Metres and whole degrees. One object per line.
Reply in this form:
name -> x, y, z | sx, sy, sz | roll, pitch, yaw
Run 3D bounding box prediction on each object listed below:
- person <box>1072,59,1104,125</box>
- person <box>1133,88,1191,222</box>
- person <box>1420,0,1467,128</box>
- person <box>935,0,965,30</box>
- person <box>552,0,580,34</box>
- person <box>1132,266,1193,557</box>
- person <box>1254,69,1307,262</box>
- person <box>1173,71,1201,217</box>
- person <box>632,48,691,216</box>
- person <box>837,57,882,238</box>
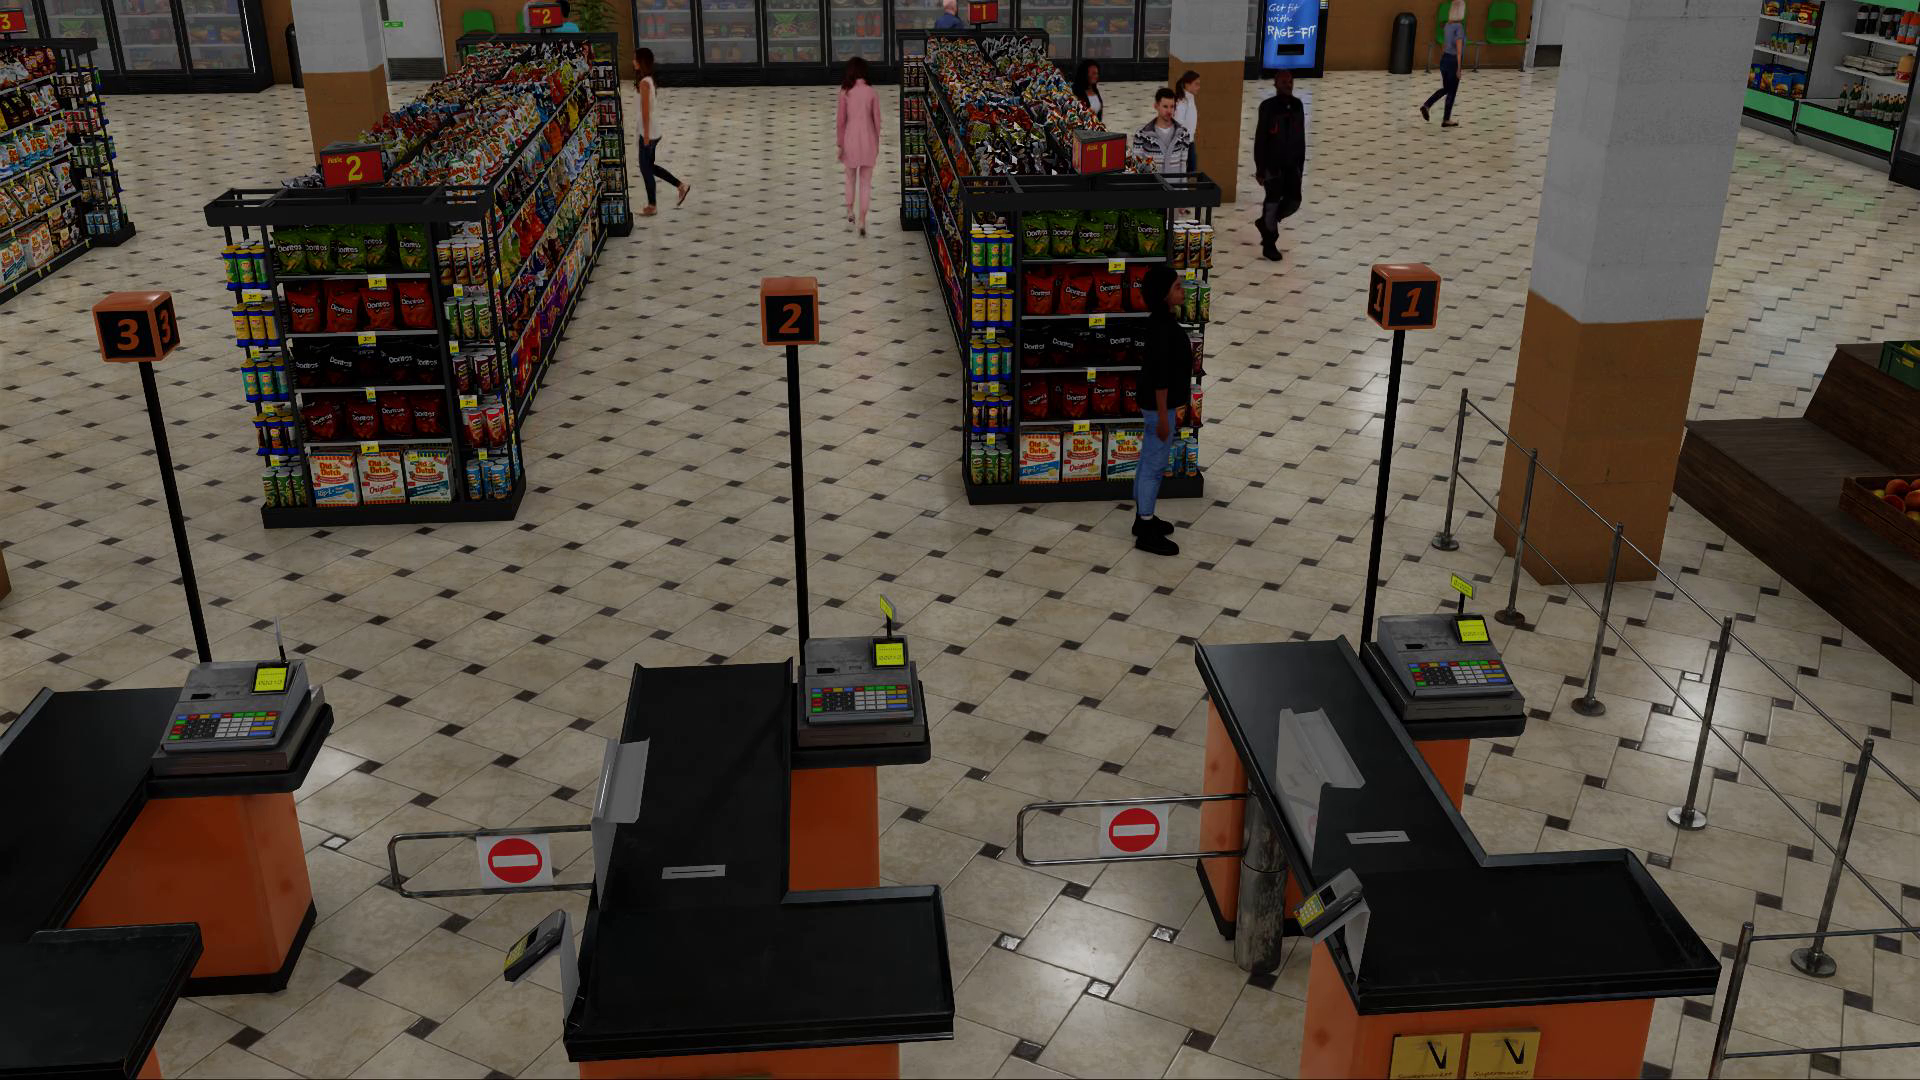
person -> 1.279, -4.494, 18.427 | 0.977, 1.596, 0.931 | 16, 28, 33
person -> 1.788, -3.123, 14.963 | 0.706, 1.861, 0.604 | -5, 24, -11
person -> 6.735, -6.595, 23.080 | 0.685, 1.713, 0.738 | -4, 24, -10
person -> -0.154, -6.334, 22.372 | 1.119, 1.803, 1.133 | -19, 30, -36
person -> -5.206, -6.364, 22.493 | 0.814, 1.762, 0.725 | 12, 26, 26
person -> 1.162, -0.772, 9.789 | 0.661, 1.701, 0.520 | 2, 24, 4
person -> 3.097, -3.708, 16.363 | 0.845, 1.810, 0.959 | -9, 25, -20
person -> 2.335, -4.305, 18.062 | 0.757, 1.542, 0.711 | 13, 27, 28
person -> -3.269, -4.397, 17.987 | 0.703, 1.769, 0.808 | -5, 24, -10
person -> -1.027, -3.997, 17.071 | 0.616, 1.771, 0.935 | -1, 24, -3
